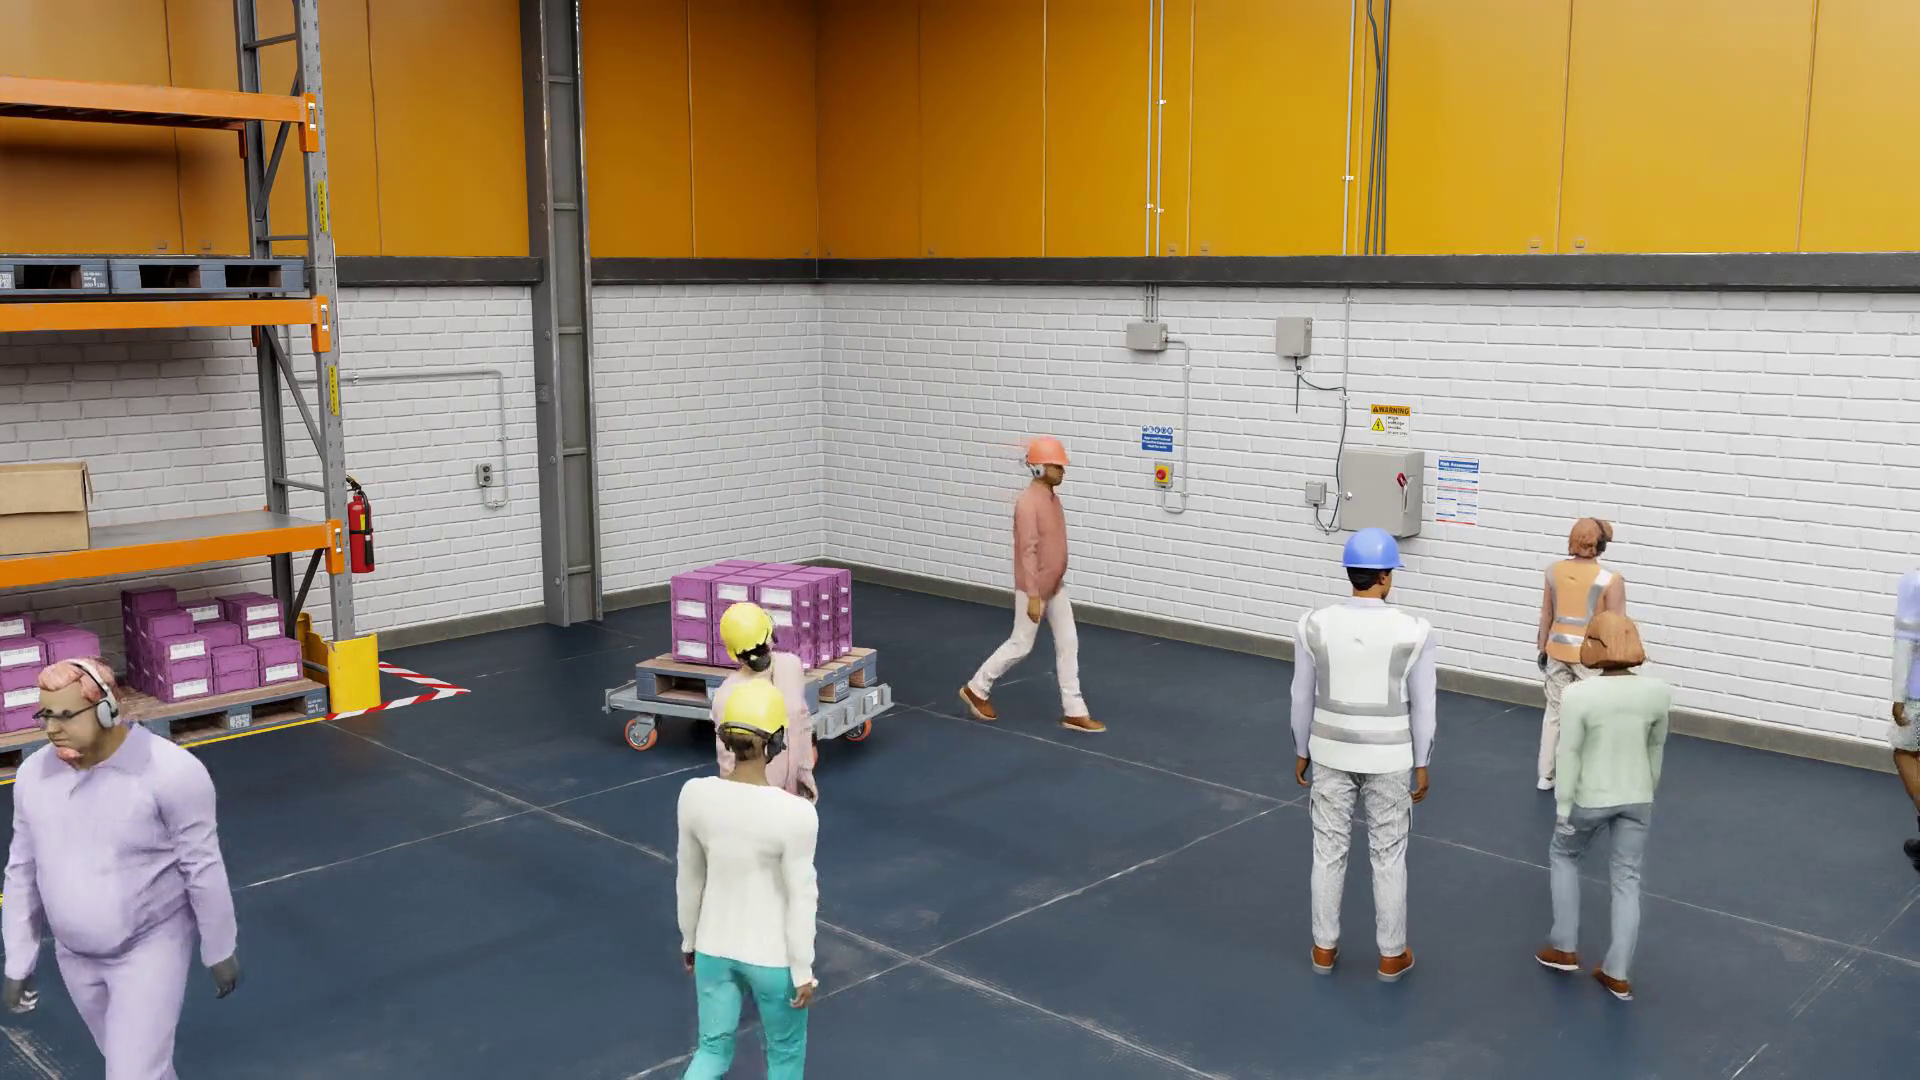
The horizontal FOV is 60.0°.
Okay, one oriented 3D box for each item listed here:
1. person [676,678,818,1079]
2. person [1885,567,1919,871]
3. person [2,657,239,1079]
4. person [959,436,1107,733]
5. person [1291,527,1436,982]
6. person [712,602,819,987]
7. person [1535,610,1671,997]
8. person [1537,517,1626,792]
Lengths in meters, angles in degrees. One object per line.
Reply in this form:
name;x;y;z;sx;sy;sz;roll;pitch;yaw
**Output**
person;-0.718;1.316;5.270;0.529;1.742;0.738;4;10;25
person;4.919;0.739;8.270;0.550;1.917;0.565;1;9;8
person;-2.631;1.292;5.026;0.661;1.866;0.906;2;9;13
person;0.468;0.286;10.952;0.972;1.966;0.619;5;10;27
person;1.715;0.915;7.110;0.605;1.944;0.402;4;10;22
person;-0.833;1.078;6.830;0.340;1.720;0.599;5;10;27
person;2.719;1.090;7.057;0.504;1.618;0.558;0;9;-3
person;3.540;0.682;9.503;0.315;1.630;0.524;-7;11;-36
